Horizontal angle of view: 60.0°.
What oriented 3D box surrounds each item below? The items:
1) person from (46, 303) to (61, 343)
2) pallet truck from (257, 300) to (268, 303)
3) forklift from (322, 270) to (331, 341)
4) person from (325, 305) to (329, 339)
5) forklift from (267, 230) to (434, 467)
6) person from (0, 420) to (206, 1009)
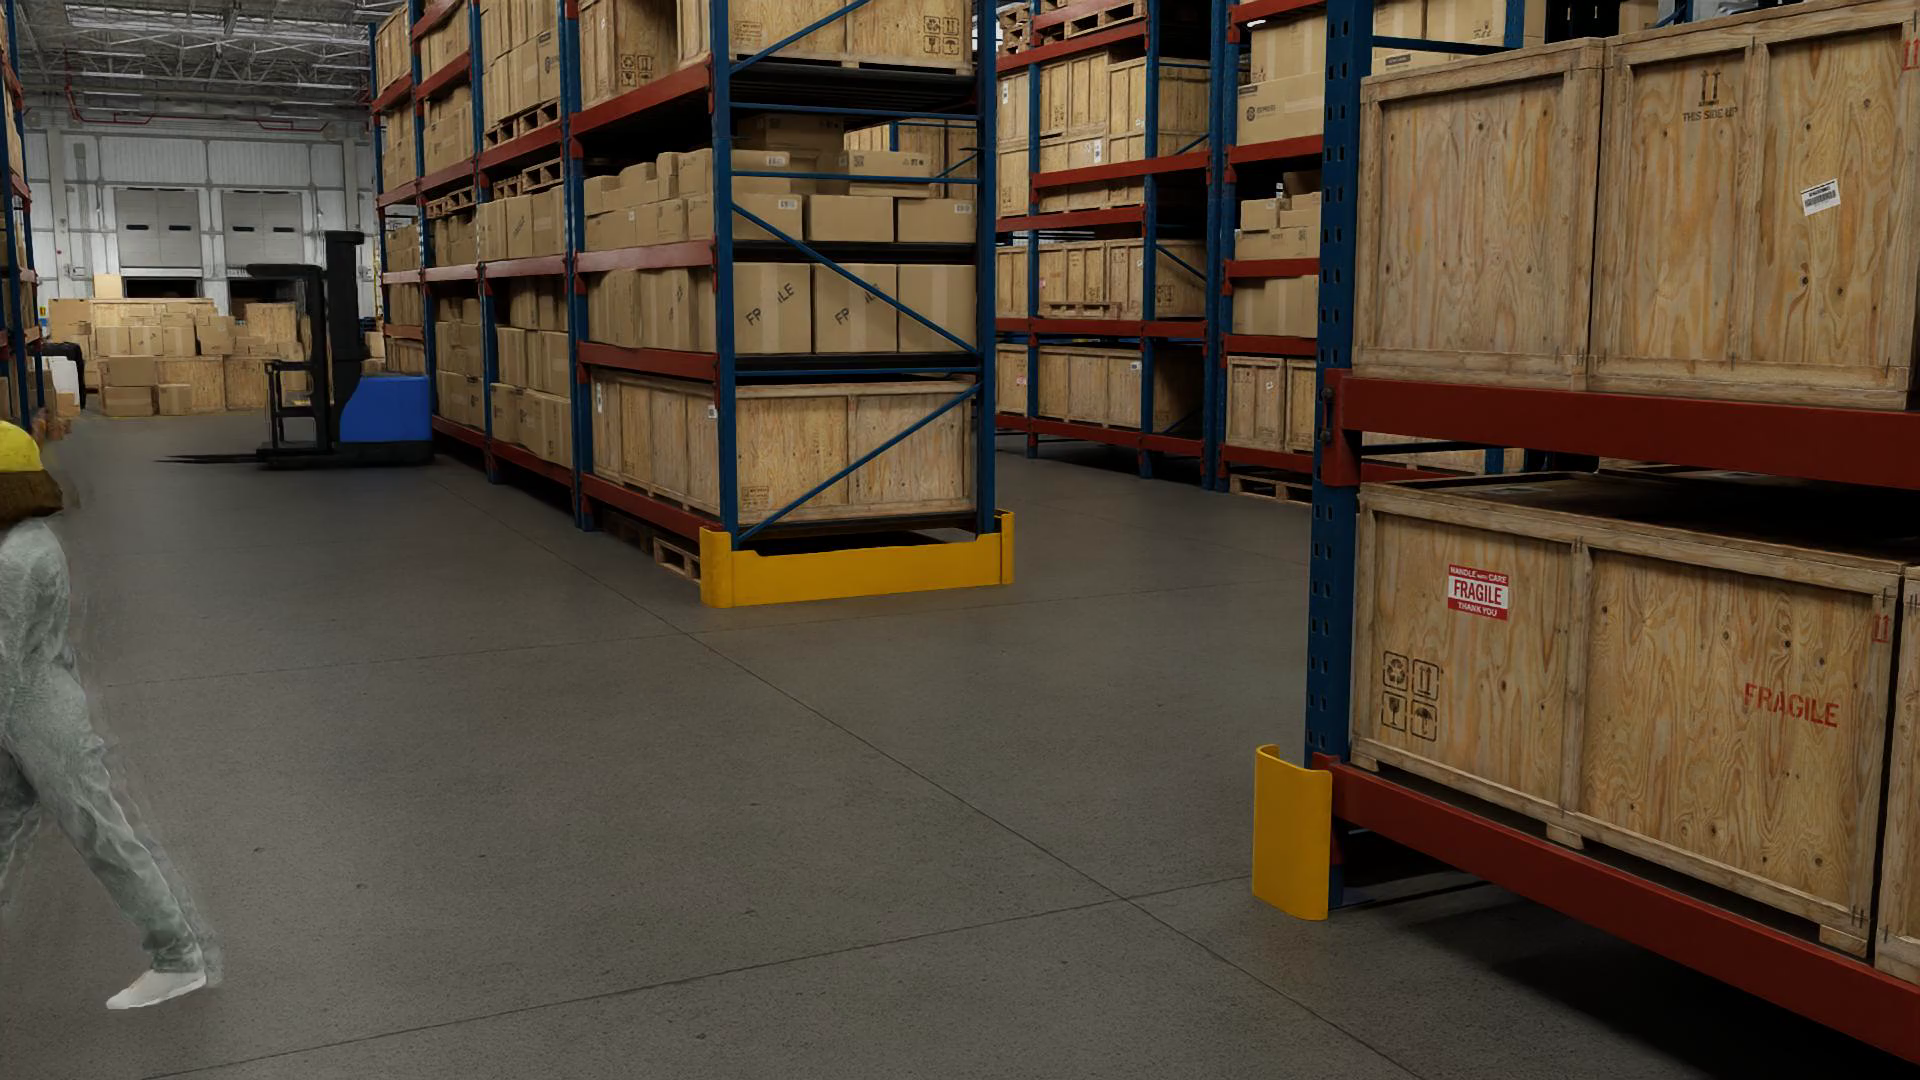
[{"bbox_3d":[-27.900,-6.338,51.099,0.442,1.915,0.633,1,8,9],"label":"person"},{"bbox_3d":[-23.913,-7.404,58.171,1.885,1.965,0.823,-1,8,-9],"label":"pallet truck"},{"bbox_3d":[-17.807,-6.198,46.830,1.129,2.768,1.873,-4,9,-26],"label":"forklift"},{"bbox_3d":[-15.075,-4.677,39.658,0.819,1.908,0.648,-1,8,-7],"label":"person"},{"bbox_3d":[-7.420,-2.331,20.159,1.873,2.768,1.129,-3,9,-18],"label":"forklift"},{"bbox_3d":[-2.601,0.517,4.598,0.915,1.693,0.495,-5,10,-30],"label":"person"}]
